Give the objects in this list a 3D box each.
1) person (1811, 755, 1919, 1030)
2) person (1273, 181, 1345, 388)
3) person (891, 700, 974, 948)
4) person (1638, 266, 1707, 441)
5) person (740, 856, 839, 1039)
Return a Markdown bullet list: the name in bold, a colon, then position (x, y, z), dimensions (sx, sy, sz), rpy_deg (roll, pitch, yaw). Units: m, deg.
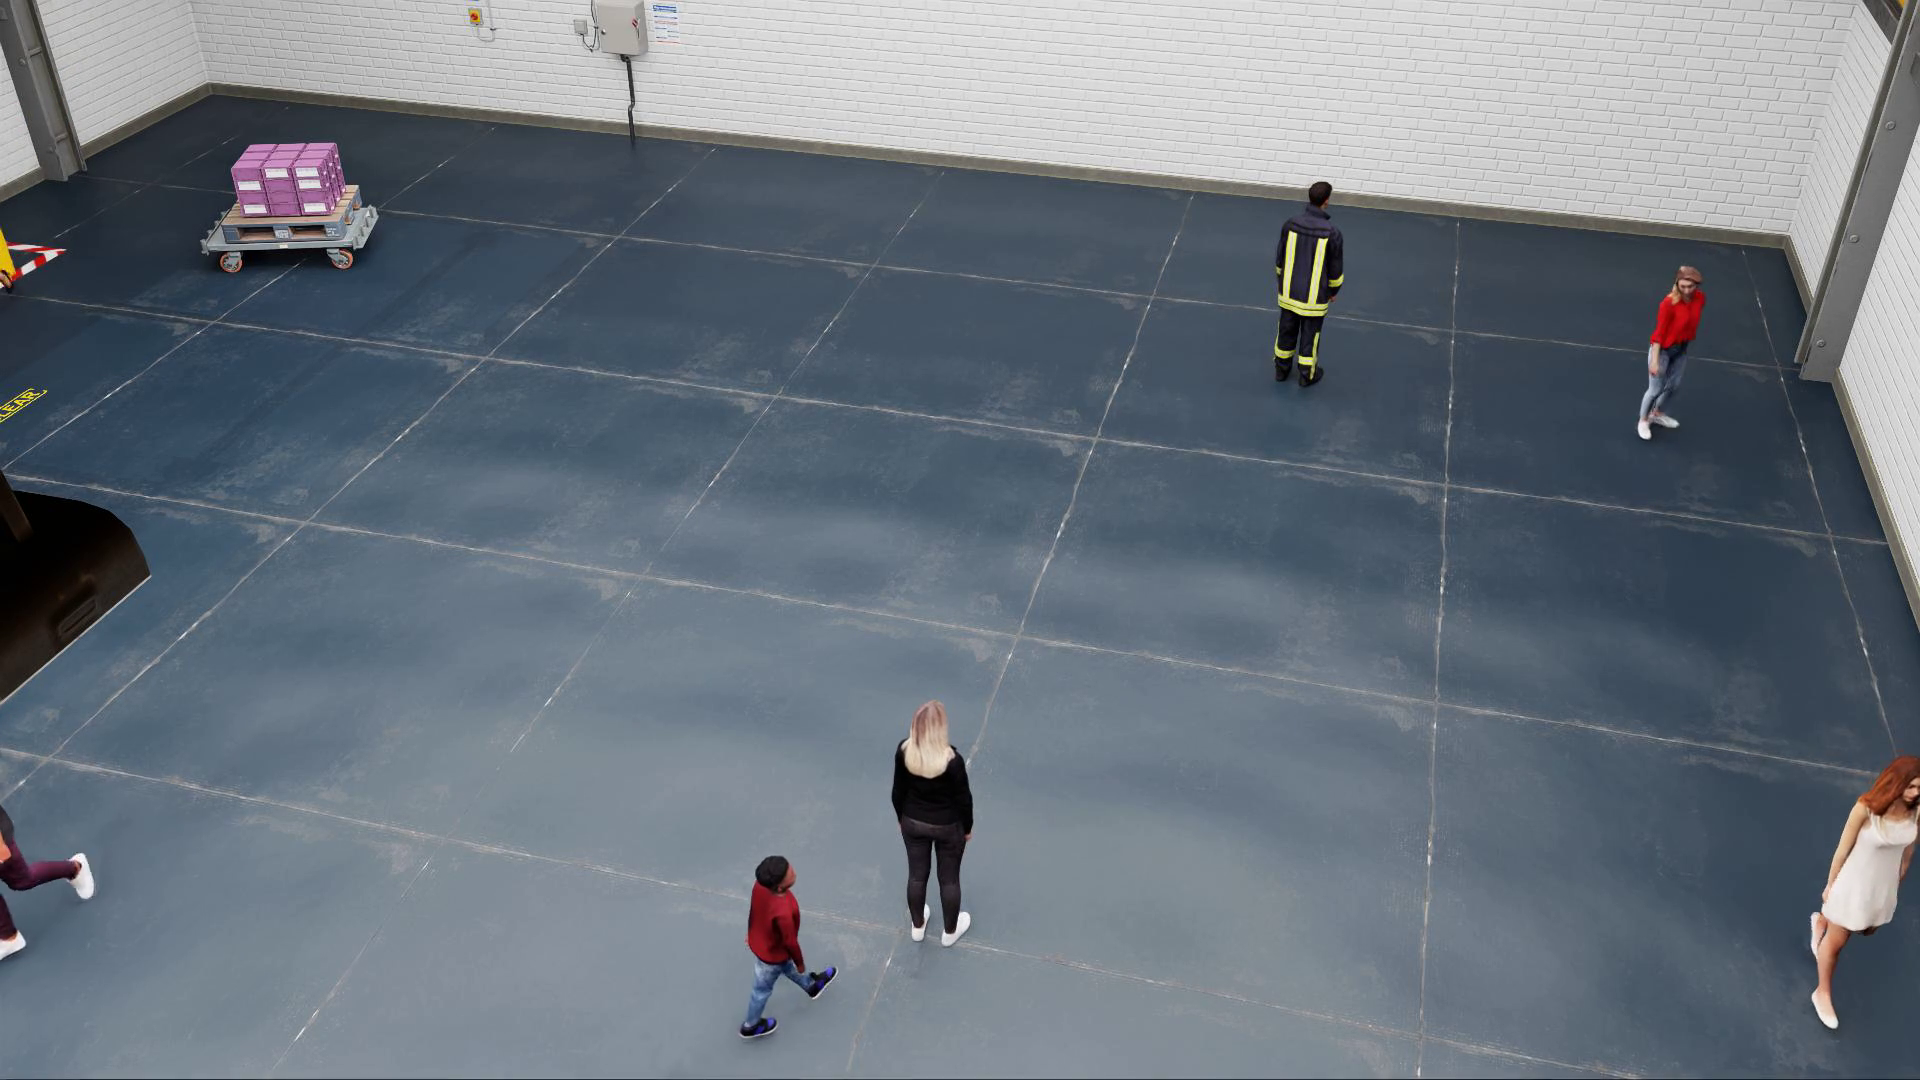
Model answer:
- **person**: position (4.908, 1.805, 9.065), dimensions (0.676, 1.697, 0.986), rpy_deg (2, 34, 3)
- **person**: position (3.136, -2.324, 15.071), dimensions (0.868, 1.925, 0.792), rpy_deg (19, 38, 26)
- **person**: position (-0.159, 1.607, 9.374), dimensions (0.621, 1.685, 0.538), rpy_deg (10, 35, 15)
- **person**: position (6.072, -1.618, 14.248), dimensions (0.839, 1.661, 0.849), rpy_deg (-20, 38, -27)
- **person**: position (-1.063, 2.197, 8.900), dimensions (0.895, 1.228, 0.848), rpy_deg (-18, 38, -25)
